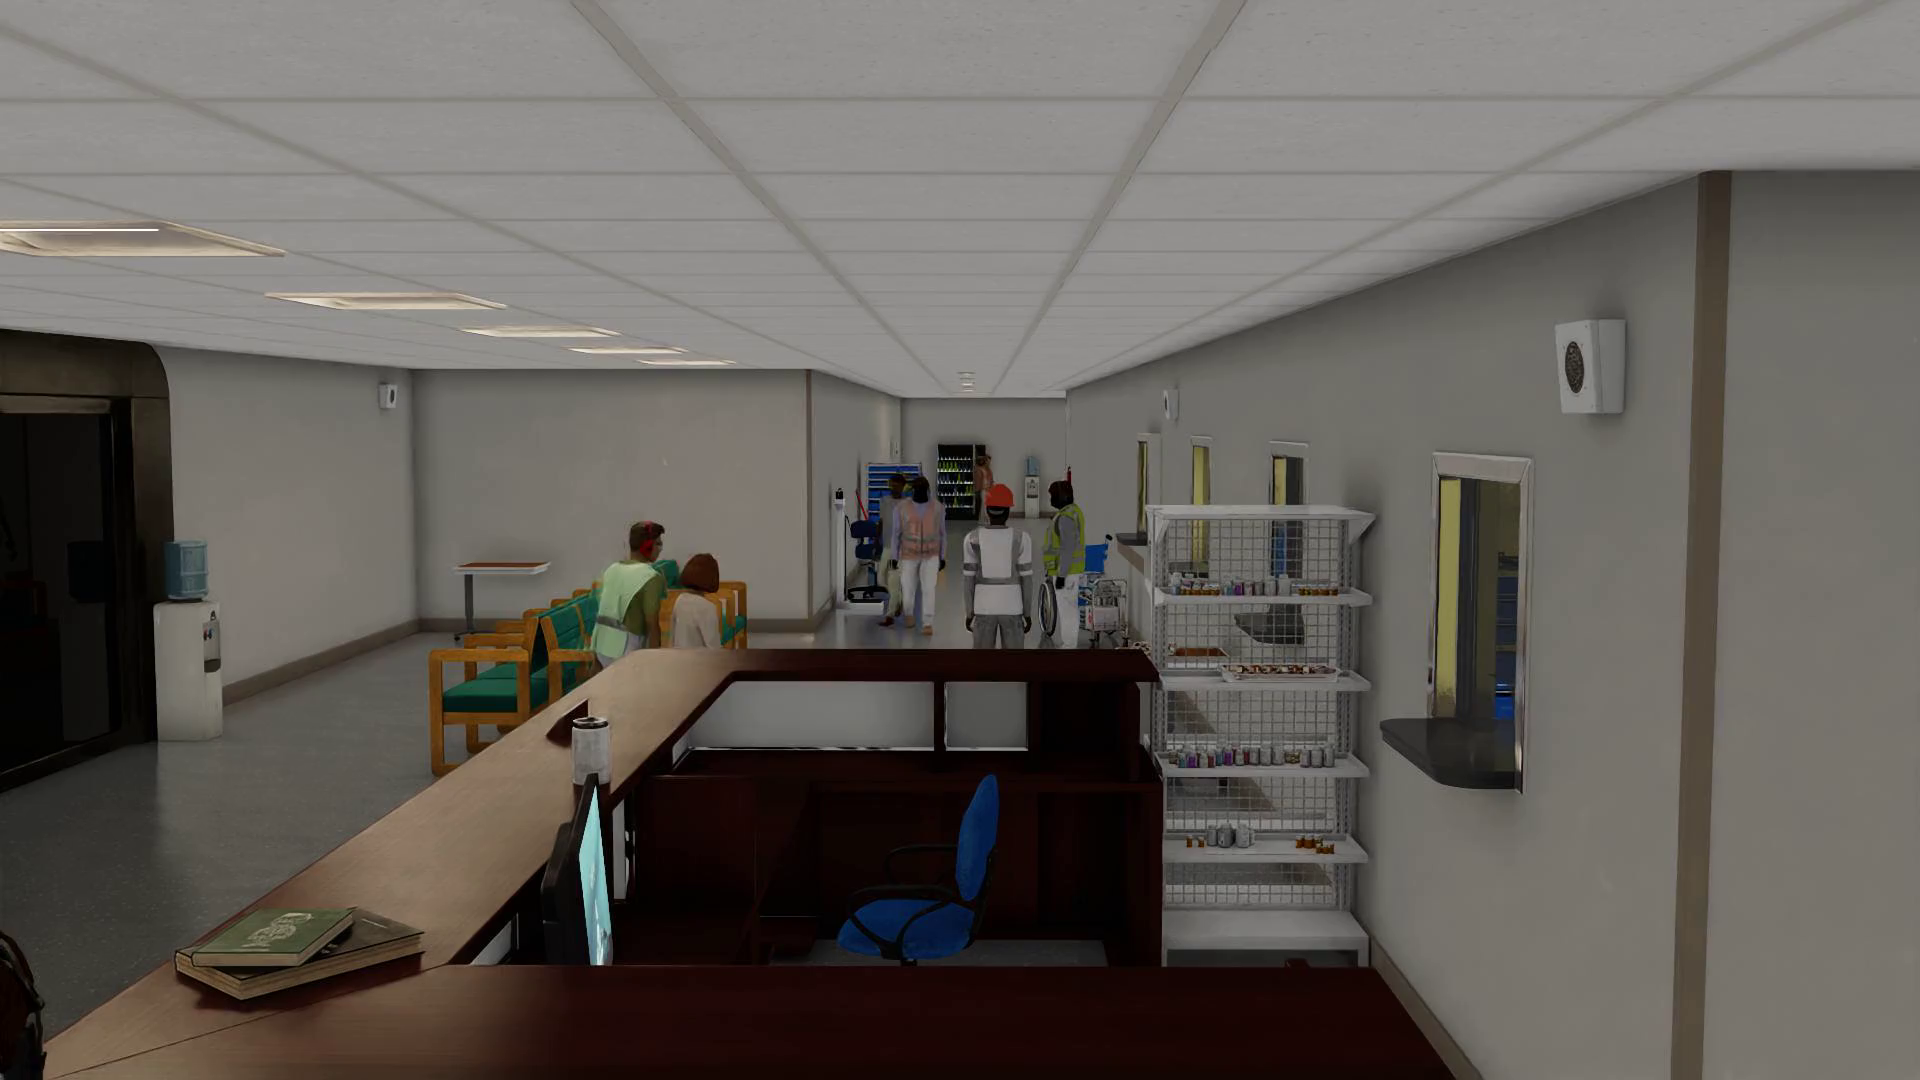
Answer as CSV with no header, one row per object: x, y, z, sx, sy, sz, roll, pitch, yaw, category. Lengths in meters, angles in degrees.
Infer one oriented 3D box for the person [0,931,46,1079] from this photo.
-1.195,1.365,1.981,0.628,1.835,0.429,-2,5,-30,person

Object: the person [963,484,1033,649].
0.299,0.532,12.930,0.542,1.939,0.359,1,4,7,person

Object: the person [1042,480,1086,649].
1.034,0.321,16.606,0.430,1.839,0.619,1,4,10,person

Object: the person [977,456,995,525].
0.677,-1.127,38.357,0.674,1.614,0.540,3,5,33,person

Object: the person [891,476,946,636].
-0.477,0.162,19.047,0.636,1.816,0.867,0,4,-7,person

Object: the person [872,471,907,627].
-0.753,0.101,19.645,0.608,1.837,0.552,3,5,34,person
